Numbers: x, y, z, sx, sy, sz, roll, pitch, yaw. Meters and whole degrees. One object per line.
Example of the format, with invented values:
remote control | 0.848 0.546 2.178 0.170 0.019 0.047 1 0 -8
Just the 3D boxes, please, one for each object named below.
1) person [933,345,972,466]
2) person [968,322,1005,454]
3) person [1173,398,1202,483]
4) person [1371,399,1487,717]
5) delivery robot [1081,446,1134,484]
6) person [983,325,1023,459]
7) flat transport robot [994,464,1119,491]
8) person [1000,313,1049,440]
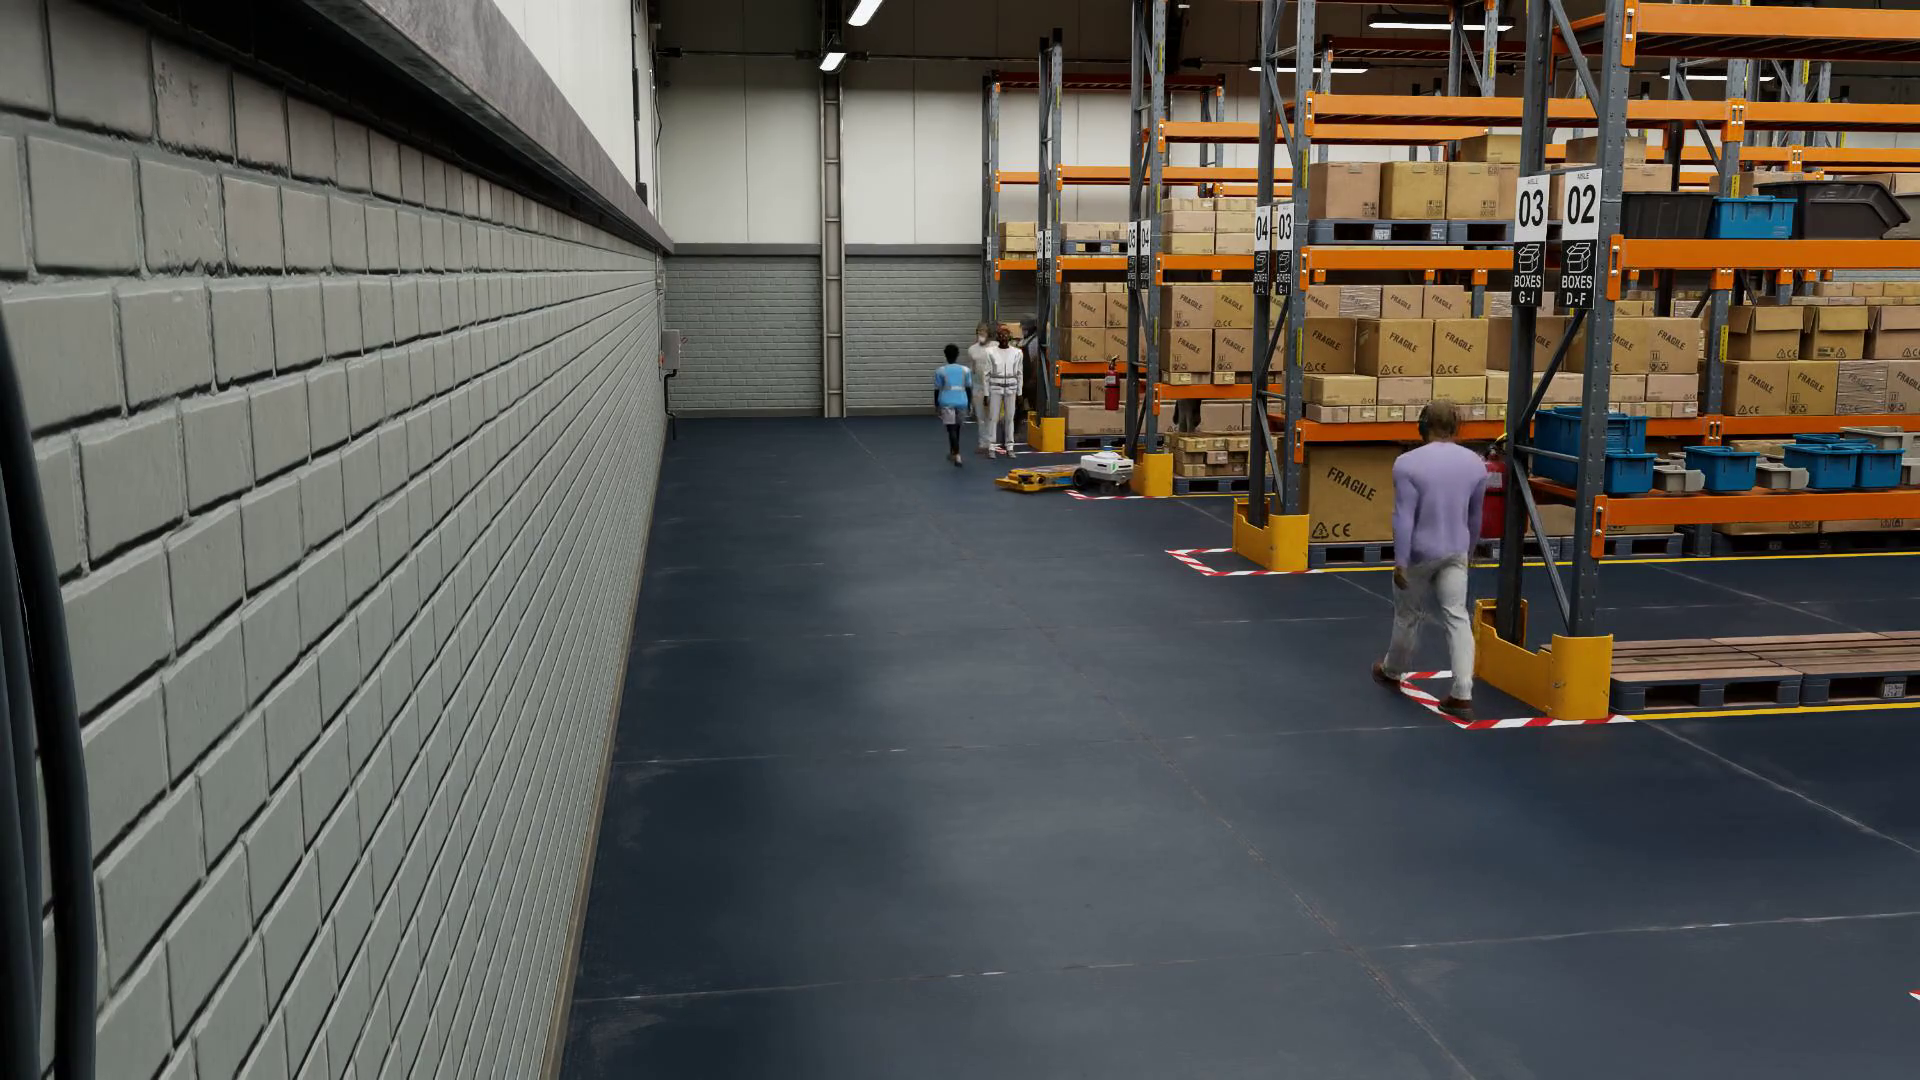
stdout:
person | -0.087 -1.846 22.757 0.534 1.645 0.901 -3 10 -18
person | 0.442 -2.216 24.246 0.646 1.910 0.782 5 11 29
person | 2.808 -1.601 20.592 0.333 1.860 0.510 -4 10 -26
person | 2.880 0.084 10.128 0.652 1.881 1.041 -2 9 -13
delivery robot | 1.759 -0.883 19.877 0.477 0.478 0.707 -6 11 -31
person | 0.610 -2.081 23.466 0.577 1.882 0.349 -1 9 -8
flat transport robot | 1.197 -0.776 20.377 1.431 0.197 0.652 -6 11 -31
person | 1.134 -2.555 25.907 0.855 2.000 0.685 -6 11 -32
